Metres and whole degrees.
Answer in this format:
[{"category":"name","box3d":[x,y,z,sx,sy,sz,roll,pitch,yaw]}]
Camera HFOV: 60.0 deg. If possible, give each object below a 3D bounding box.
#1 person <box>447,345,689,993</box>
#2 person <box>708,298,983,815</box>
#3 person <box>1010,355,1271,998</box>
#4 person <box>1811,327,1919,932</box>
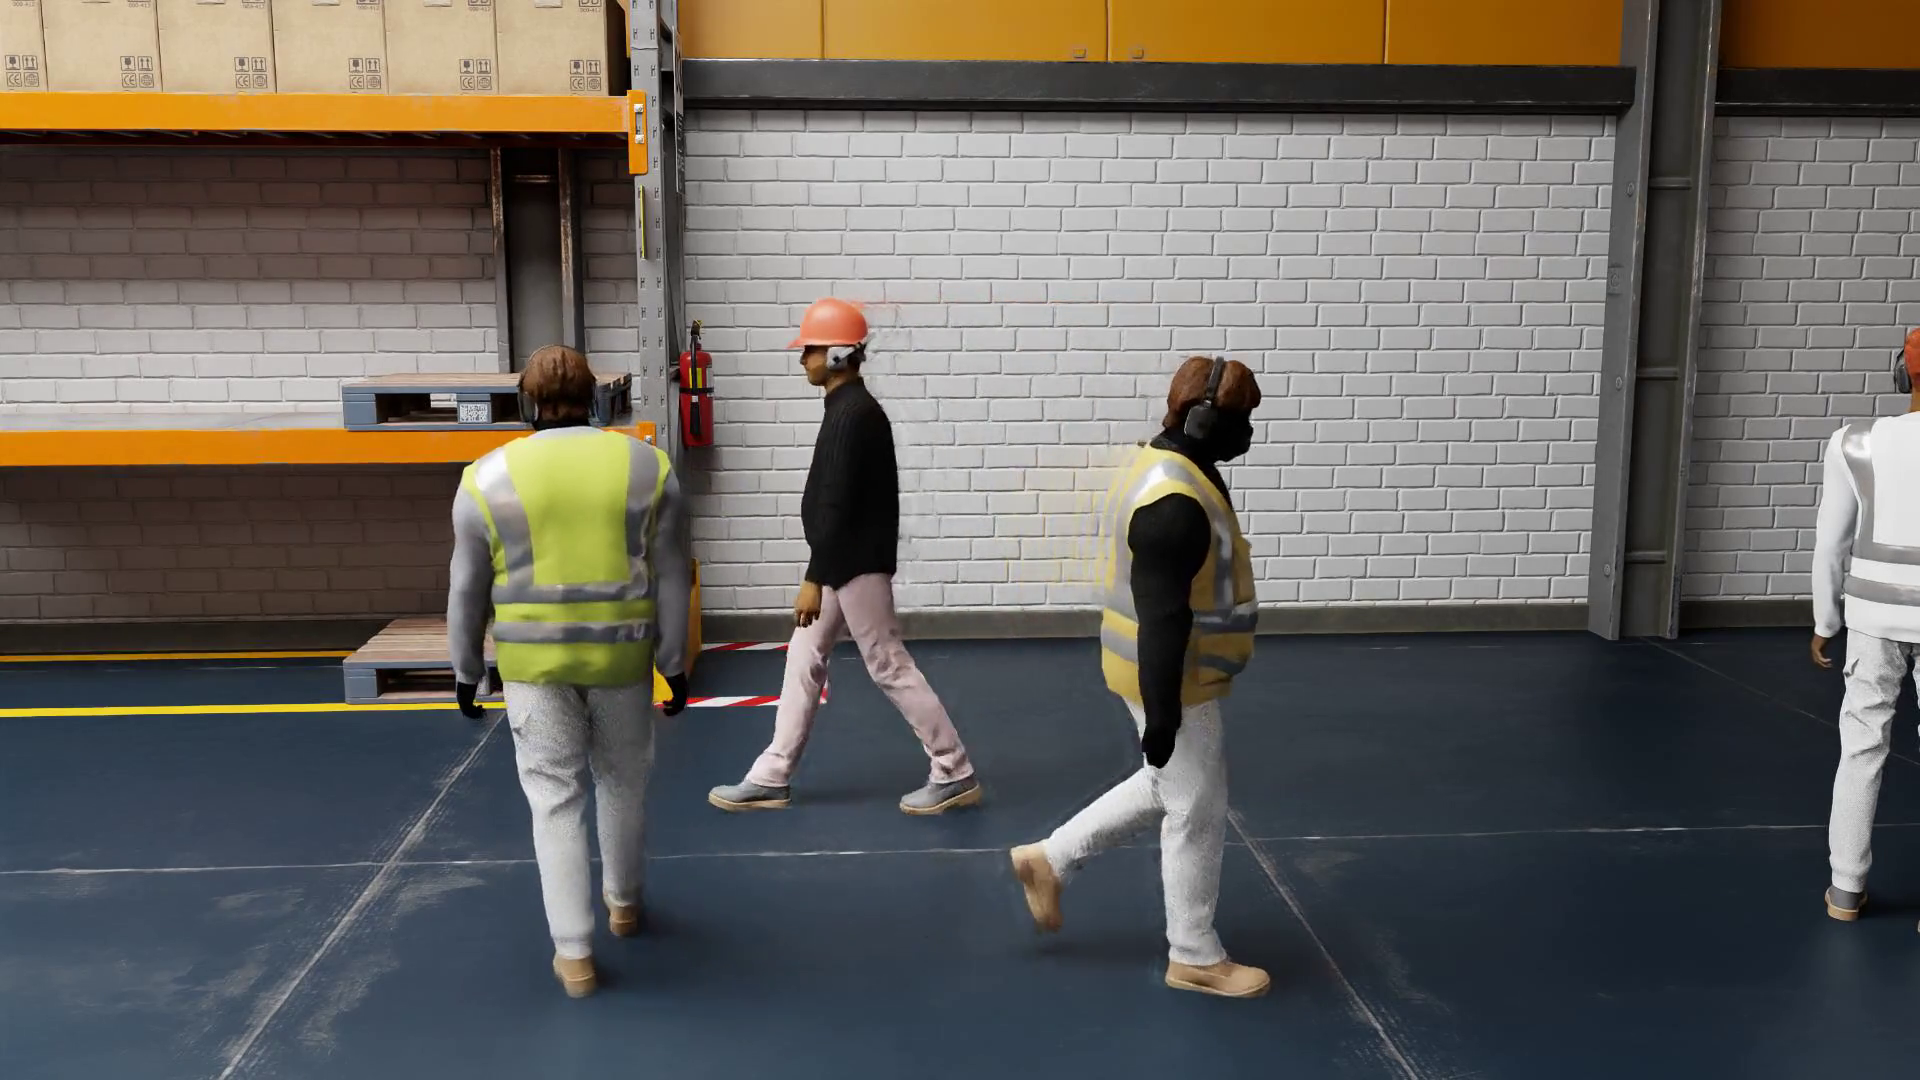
[{"category":"person","box3d":[-1.154,0.344,4.875,0.659,1.819,0.741,-3,10,-19]},{"category":"person","box3d":[-0.394,0.083,6.155,1.029,1.944,0.625,-1,9,-5]},{"category":"person","box3d":[0.509,0.391,4.643,0.696,1.814,0.671,1,9,9]},{"category":"person","box3d":[2.944,0.274,5.126,0.584,1.882,0.339,7,11,36]}]
